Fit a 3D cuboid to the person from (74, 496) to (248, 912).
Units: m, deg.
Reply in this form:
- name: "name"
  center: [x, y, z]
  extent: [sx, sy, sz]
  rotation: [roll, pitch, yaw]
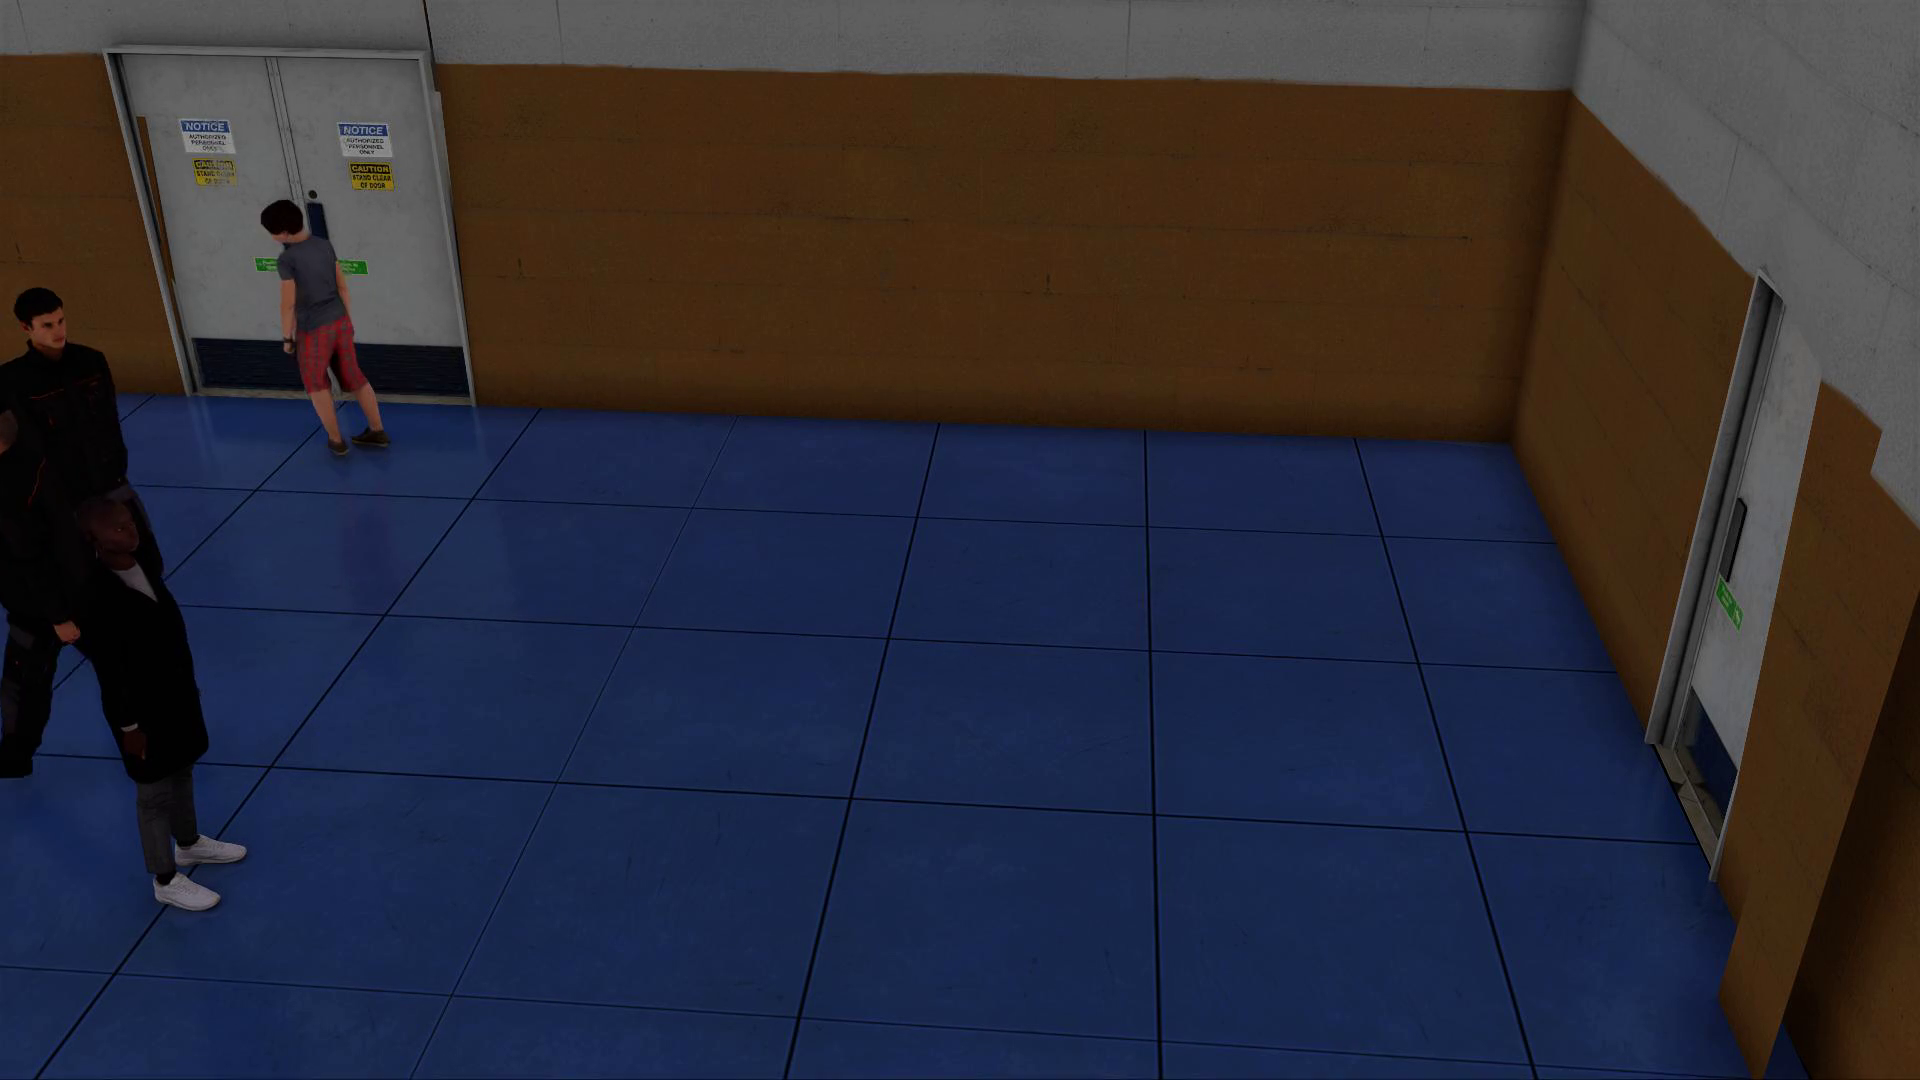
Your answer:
- name: "person"
  center: [-3.157, 0.617, 6.464]
  extent: [0.700, 1.761, 0.489]
  rotation: [1, 29, 2]

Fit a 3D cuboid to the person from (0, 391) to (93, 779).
- name: "person"
  center: [-3.815, 0.202, 7.144]
  extent: [1.123, 1.814, 1.240]
  rotation: [-8, 30, -14]

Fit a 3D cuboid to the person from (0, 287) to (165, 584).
- name: "person"
  center: [-4.290, -0.313, 7.998]
  extent: [0.939, 1.924, 0.870]
  rotation: [20, 35, 33]

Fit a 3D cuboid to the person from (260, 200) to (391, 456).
- name: "person"
  center: [-3.804, -1.228, 9.973]
  extent: [0.764, 1.623, 0.669]
  rotation: [25, 37, 38]
